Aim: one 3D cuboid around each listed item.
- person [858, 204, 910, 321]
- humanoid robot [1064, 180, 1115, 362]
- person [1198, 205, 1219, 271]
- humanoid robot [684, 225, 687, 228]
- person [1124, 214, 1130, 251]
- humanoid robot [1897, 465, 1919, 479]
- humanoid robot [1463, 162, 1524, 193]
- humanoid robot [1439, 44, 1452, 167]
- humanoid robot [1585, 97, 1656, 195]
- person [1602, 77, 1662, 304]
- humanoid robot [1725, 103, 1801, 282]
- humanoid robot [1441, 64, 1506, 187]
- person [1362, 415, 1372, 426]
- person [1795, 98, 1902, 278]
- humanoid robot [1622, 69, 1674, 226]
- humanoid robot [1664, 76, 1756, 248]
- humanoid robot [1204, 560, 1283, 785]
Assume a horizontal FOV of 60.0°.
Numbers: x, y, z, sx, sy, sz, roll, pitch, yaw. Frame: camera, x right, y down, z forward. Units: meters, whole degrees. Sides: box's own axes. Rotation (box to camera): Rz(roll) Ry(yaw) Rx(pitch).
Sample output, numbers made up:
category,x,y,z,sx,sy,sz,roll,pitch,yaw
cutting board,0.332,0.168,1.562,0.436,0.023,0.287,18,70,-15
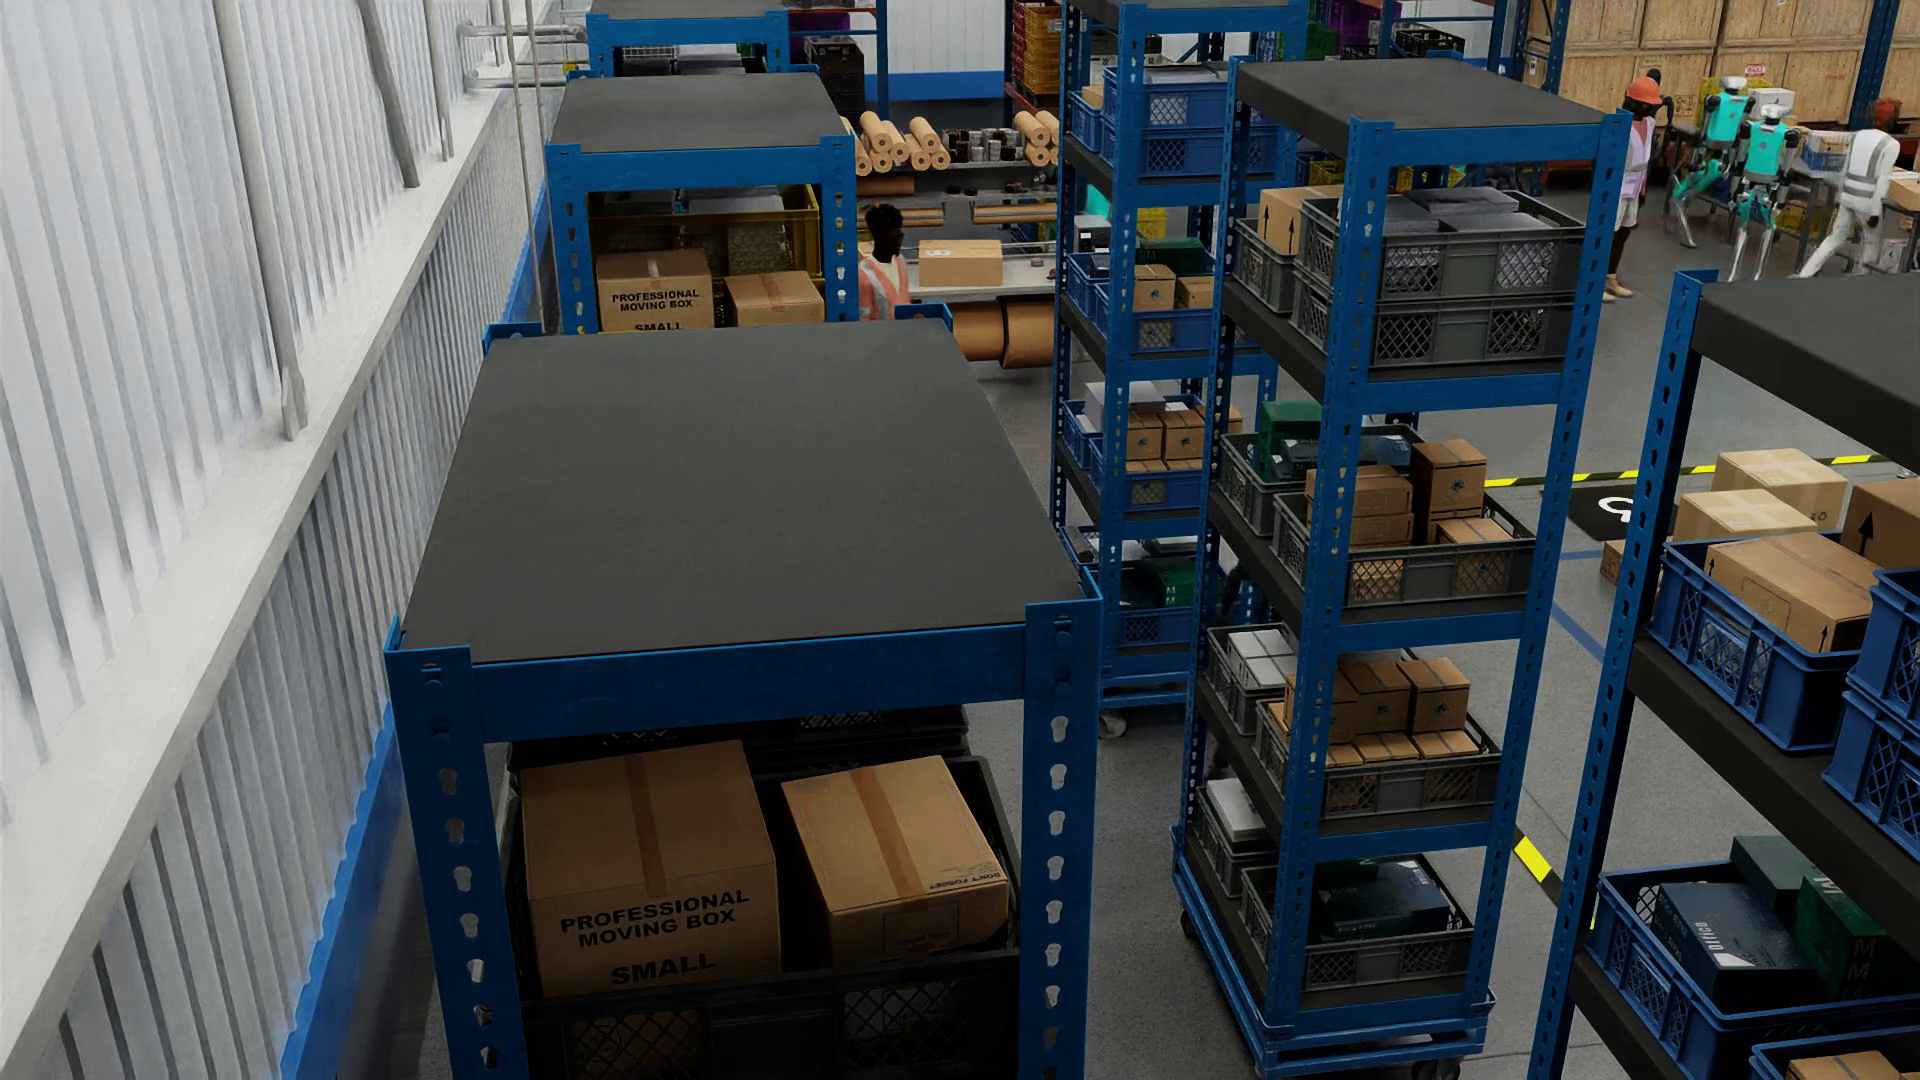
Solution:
category,x,y,z,sx,sy,sz,roll,pitch,yaw
person,-0.506,-1.248,10.981,0.370,1.965,0.606,12,27,24
humanoid robot,0.907,-2.293,13.535,0.858,1.767,0.567,-11,27,-22
person,2.430,-3.391,15.787,0.429,1.841,0.632,-9,26,-19
humanoid robot,-2.394,-3.082,15.317,0.605,1.631,0.397,-20,31,-37
person,1.254,-2.493,13.850,0.404,1.827,0.599,2,25,5
humanoid robot,6.431,-1.147,10.873,0.735,1.677,0.533,-11,27,-22
humanoid robot,5.295,-3.603,16.498,0.614,1.634,0.691,0,25,1
humanoid robot,5.366,-4.635,18.593,0.673,1.783,0.534,15,29,29
humanoid robot,6.604,-3.691,16.687,0.592,1.633,0.752,10,26,20
person,6.030,-3.154,15.057,0.608,2.031,0.405,-18,30,-33
humanoid robot,7.538,-3.232,15.557,0.558,1.747,0.846,22,32,39
humanoid robot,5.261,-4.035,17.342,0.663,1.823,0.538,14,28,28
person,1.782,0.184,8.005,0.588,1.852,0.371,0,25,0
person,8.128,-3.077,15.110,0.927,1.842,0.589,-7,26,-15
humanoid robot,7.301,-4.214,17.841,0.590,1.620,0.810,10,27,21
humanoid robot,7.535,-3.859,17.018,0.571,1.842,0.878,-5,25,-11
humanoid robot,1.301,0.648,7.200,0.599,1.638,0.420,13,28,26
